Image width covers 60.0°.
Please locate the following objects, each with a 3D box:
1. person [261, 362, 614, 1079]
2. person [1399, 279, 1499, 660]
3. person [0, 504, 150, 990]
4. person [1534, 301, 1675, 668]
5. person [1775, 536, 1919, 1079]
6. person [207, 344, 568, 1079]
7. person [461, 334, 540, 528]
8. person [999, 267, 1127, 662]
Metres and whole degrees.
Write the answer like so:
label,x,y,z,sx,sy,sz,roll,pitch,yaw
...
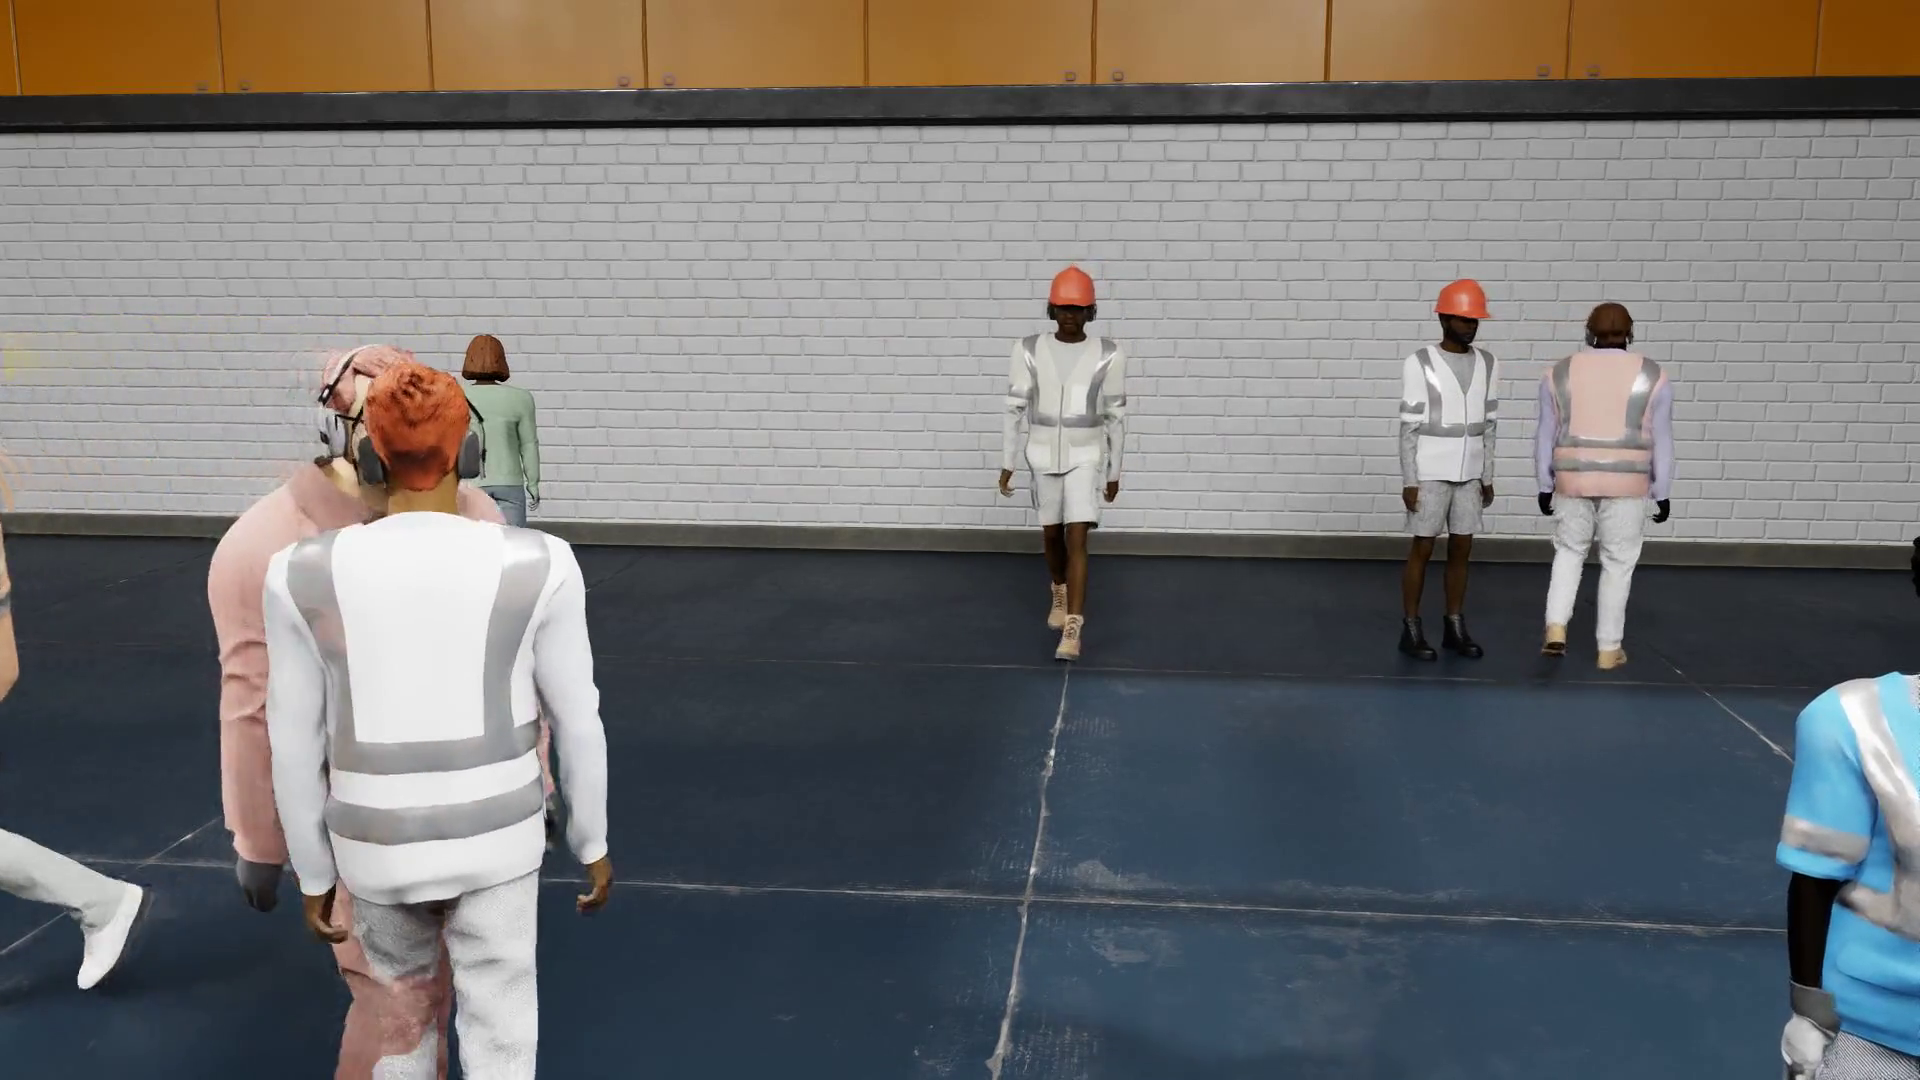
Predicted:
label,x,y,z,sx,sy,sz,roll,pitch,yaw
person,-0.983,0.585,3.247,0.597,1.868,0.672,-1,10,-8
person,2.476,-0.343,8.406,0.543,1.930,0.383,-3,10,-15
person,-2.650,0.359,4.430,0.652,1.909,0.594,-7,12,-35
person,3.175,-0.256,8.217,0.652,1.831,0.433,6,12,32
person,1.571,0.772,2.675,0.531,1.697,0.322,1,10,5
person,-1.146,0.544,3.446,0.516,1.886,0.651,7,12,34
person,-2.479,-0.266,8.797,0.509,1.632,0.268,-3,10,-17
person,0.558,-0.429,8.736,0.624,1.998,1.059,2,10,13
